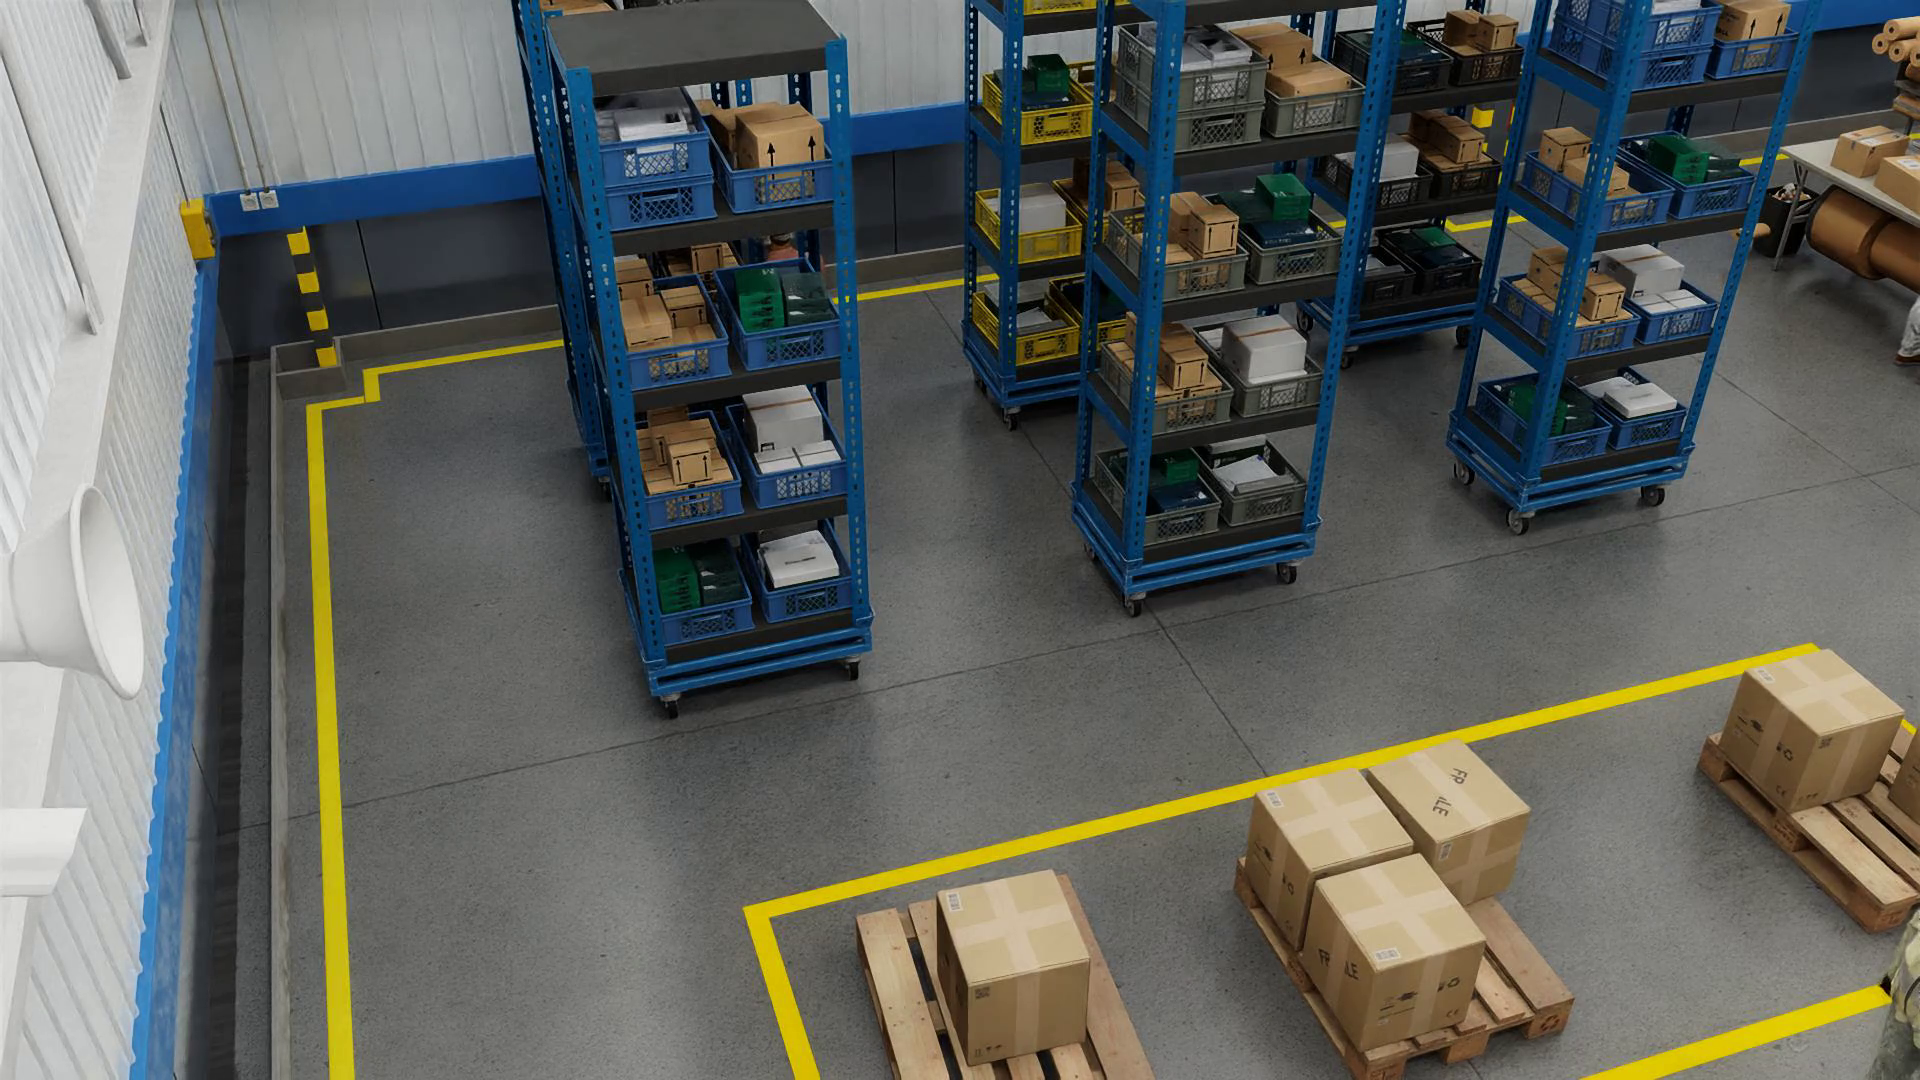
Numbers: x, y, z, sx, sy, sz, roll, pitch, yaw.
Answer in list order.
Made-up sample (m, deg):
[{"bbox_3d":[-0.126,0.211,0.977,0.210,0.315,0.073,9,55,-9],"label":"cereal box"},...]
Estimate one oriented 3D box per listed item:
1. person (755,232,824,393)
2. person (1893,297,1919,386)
[{"bbox_3d":[-1.082,-1.152,10.194,0.619,1.983,0.412,-29,45,-35],"label":"person"},{"bbox_3d":[6.925,-1.984,11.419,0.369,1.931,0.630,-4,35,-6],"label":"person"}]
